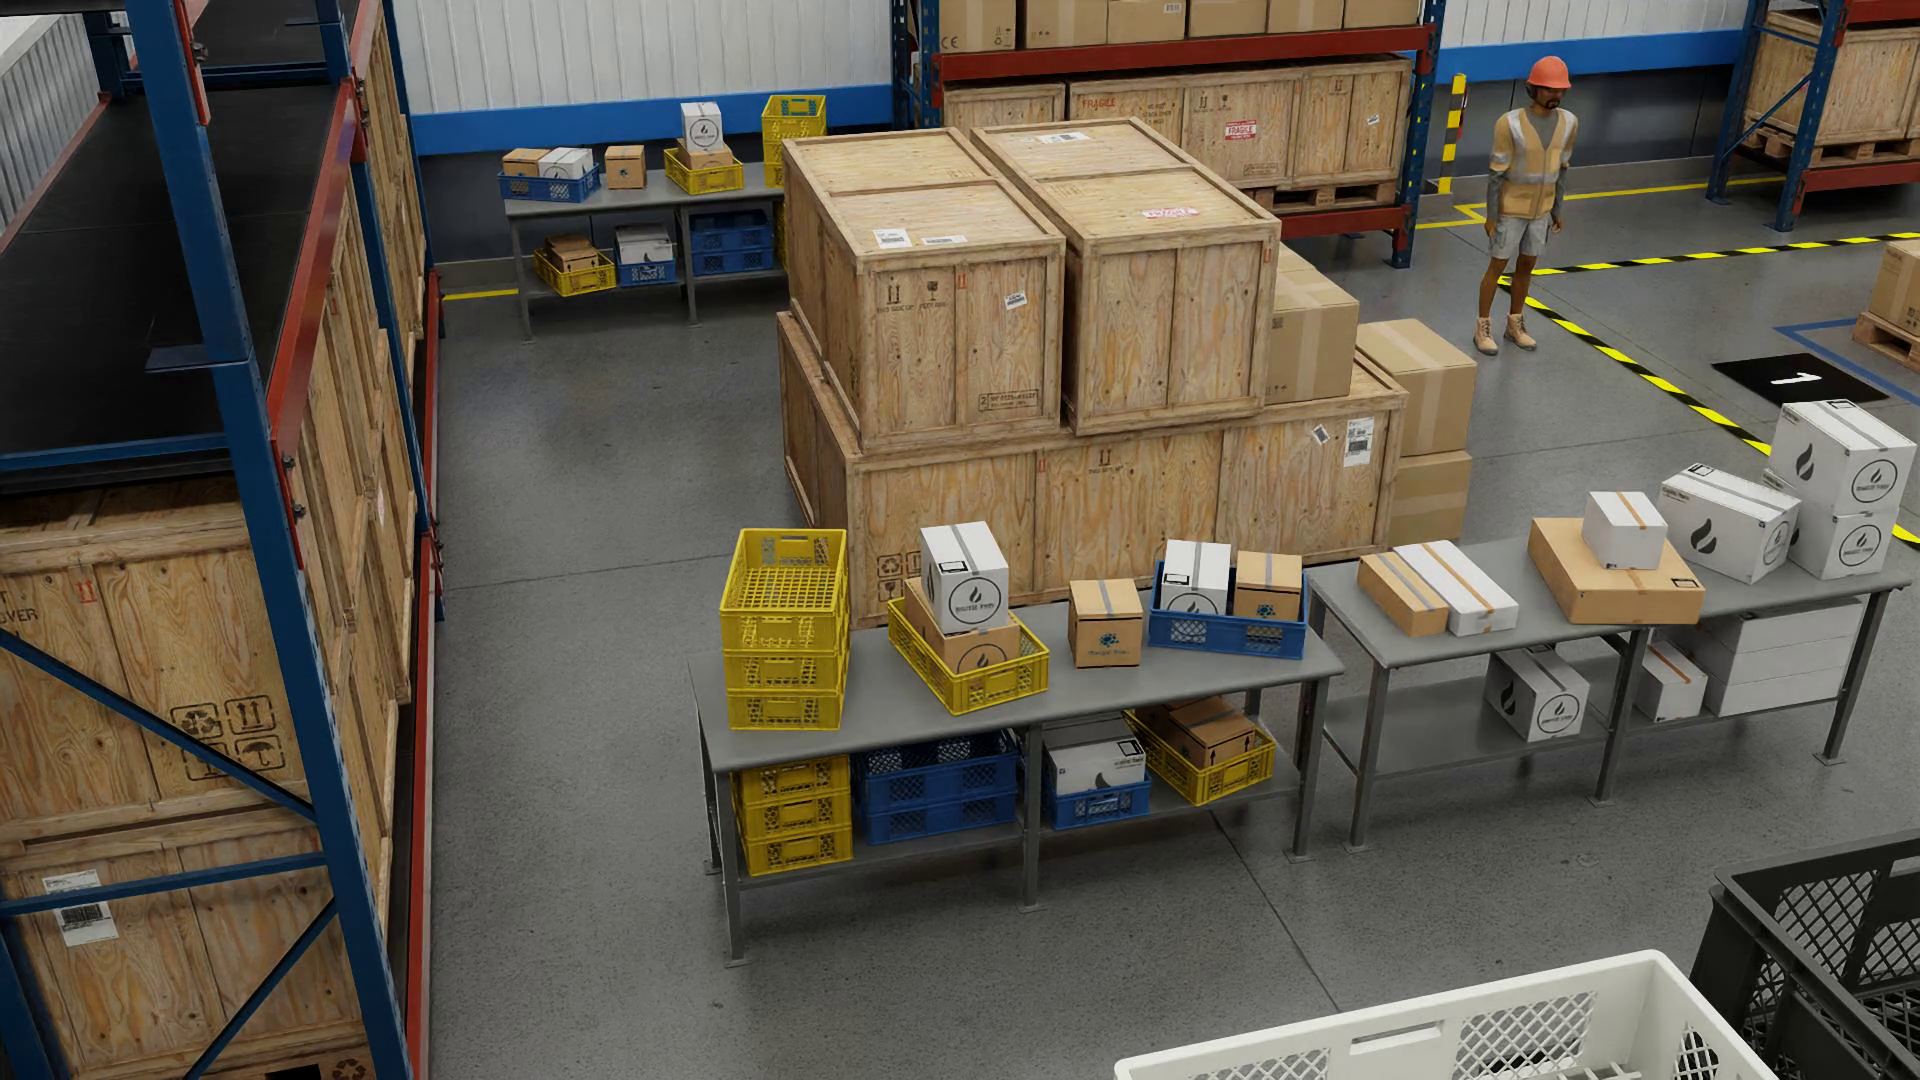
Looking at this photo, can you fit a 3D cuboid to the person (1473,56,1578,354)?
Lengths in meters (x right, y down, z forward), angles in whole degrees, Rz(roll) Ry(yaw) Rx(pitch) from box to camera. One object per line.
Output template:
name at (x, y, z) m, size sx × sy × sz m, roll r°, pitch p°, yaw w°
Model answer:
person at (3.887, -2.280, 11.414) m, size 0.607 × 2.048 × 0.365 m, roll -8°, pitch 30°, yaw -13°
